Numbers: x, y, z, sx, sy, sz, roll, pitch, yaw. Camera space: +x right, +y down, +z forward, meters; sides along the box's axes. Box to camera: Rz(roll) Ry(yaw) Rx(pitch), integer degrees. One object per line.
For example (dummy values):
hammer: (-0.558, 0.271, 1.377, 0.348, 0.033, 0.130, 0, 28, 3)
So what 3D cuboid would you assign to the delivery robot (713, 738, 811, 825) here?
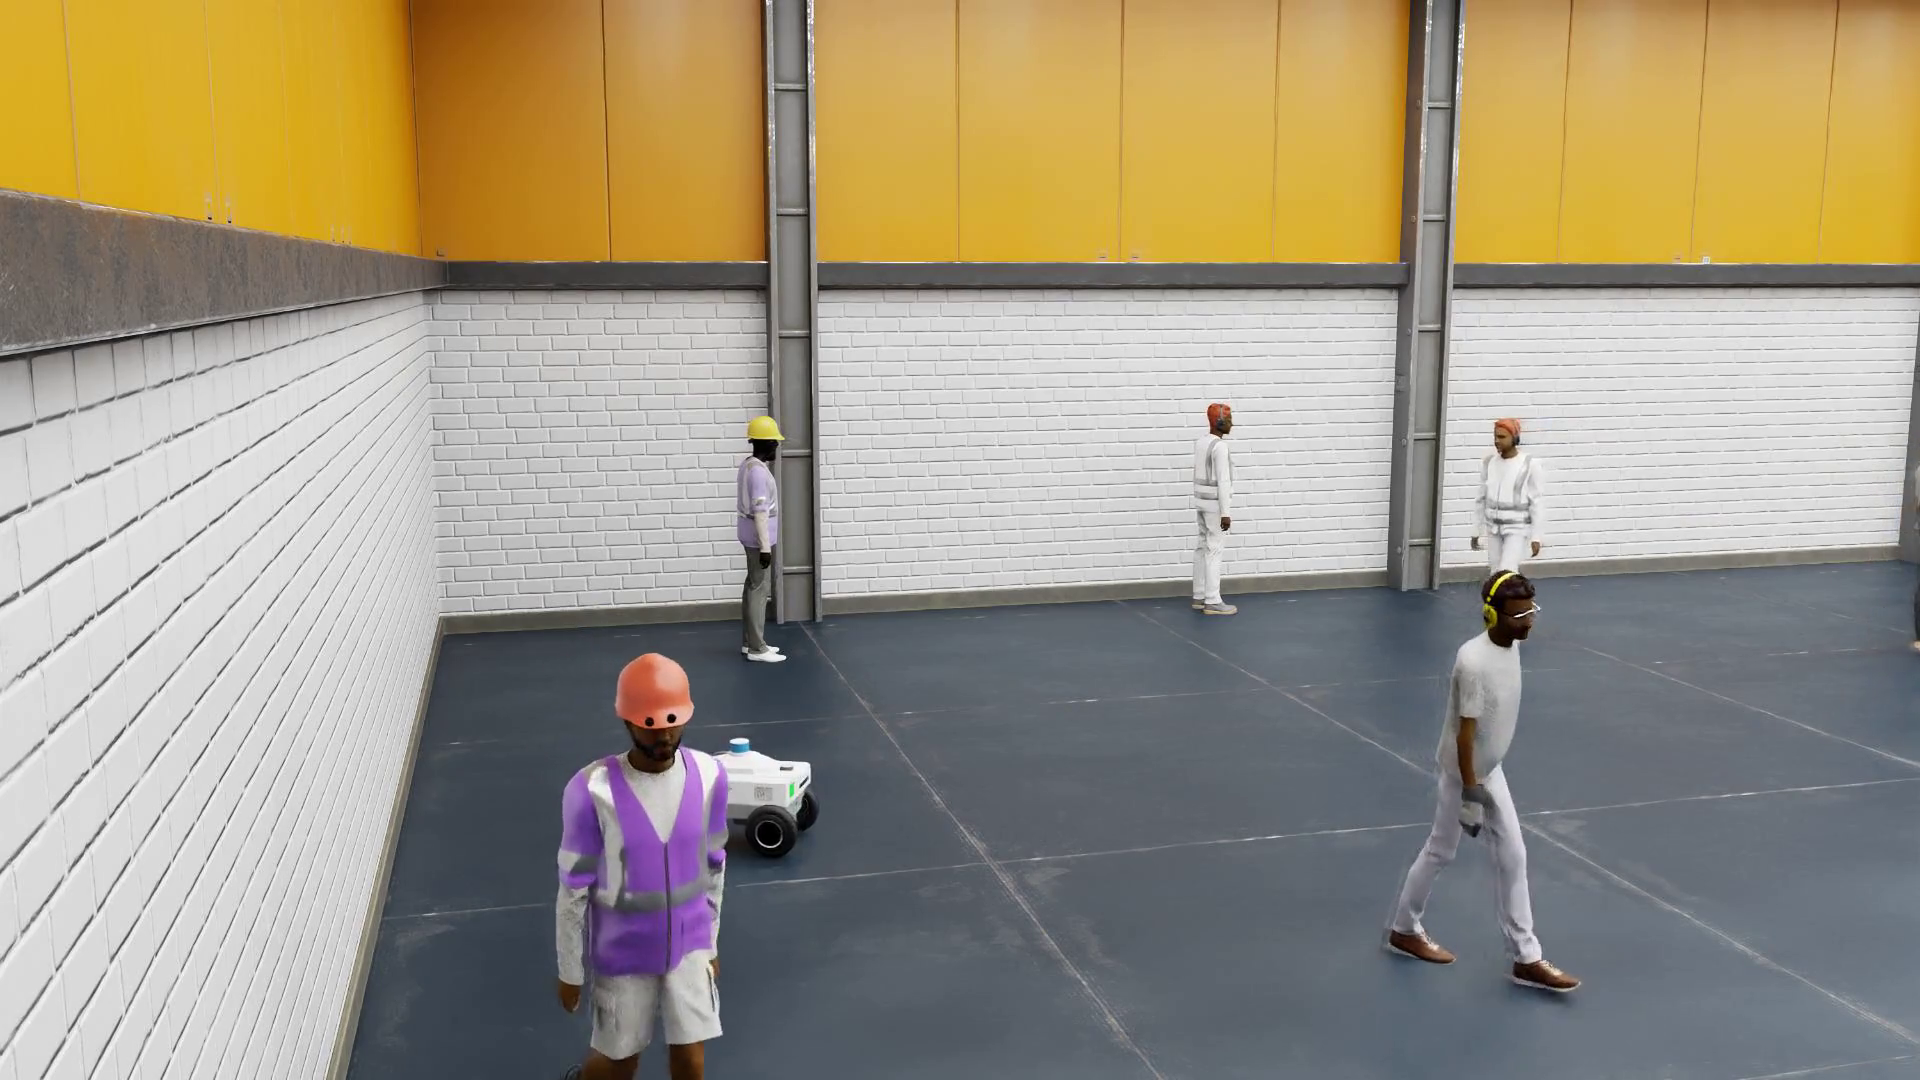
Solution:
delivery robot: (-1.168, 1.299, 8.843, 0.707, 0.478, 0.477, 2, 9, 11)

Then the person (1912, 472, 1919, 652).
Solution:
person: (7.895, 0.001, 13.287, 0.547, 1.823, 0.540, -4, 10, -25)

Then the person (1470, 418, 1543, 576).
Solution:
person: (4.426, -0.058, 13.516, 0.430, 1.866, 0.601, -6, 11, -34)

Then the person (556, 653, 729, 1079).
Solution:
person: (-1.032, 1.246, 5.291, 0.556, 1.907, 0.845, -6, 11, -32)

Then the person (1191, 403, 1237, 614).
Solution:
person: (2.268, -0.282, 14.865, 0.337, 1.882, 0.583, -2, 9, -14)

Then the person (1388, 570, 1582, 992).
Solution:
person: (2.235, 1.010, 7.037, 0.504, 1.804, 0.953, -9, 13, -43)

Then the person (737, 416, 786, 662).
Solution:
person: (-1.551, -0.010, 13.039, 0.381, 1.924, 0.593, -2, 9, -14)
